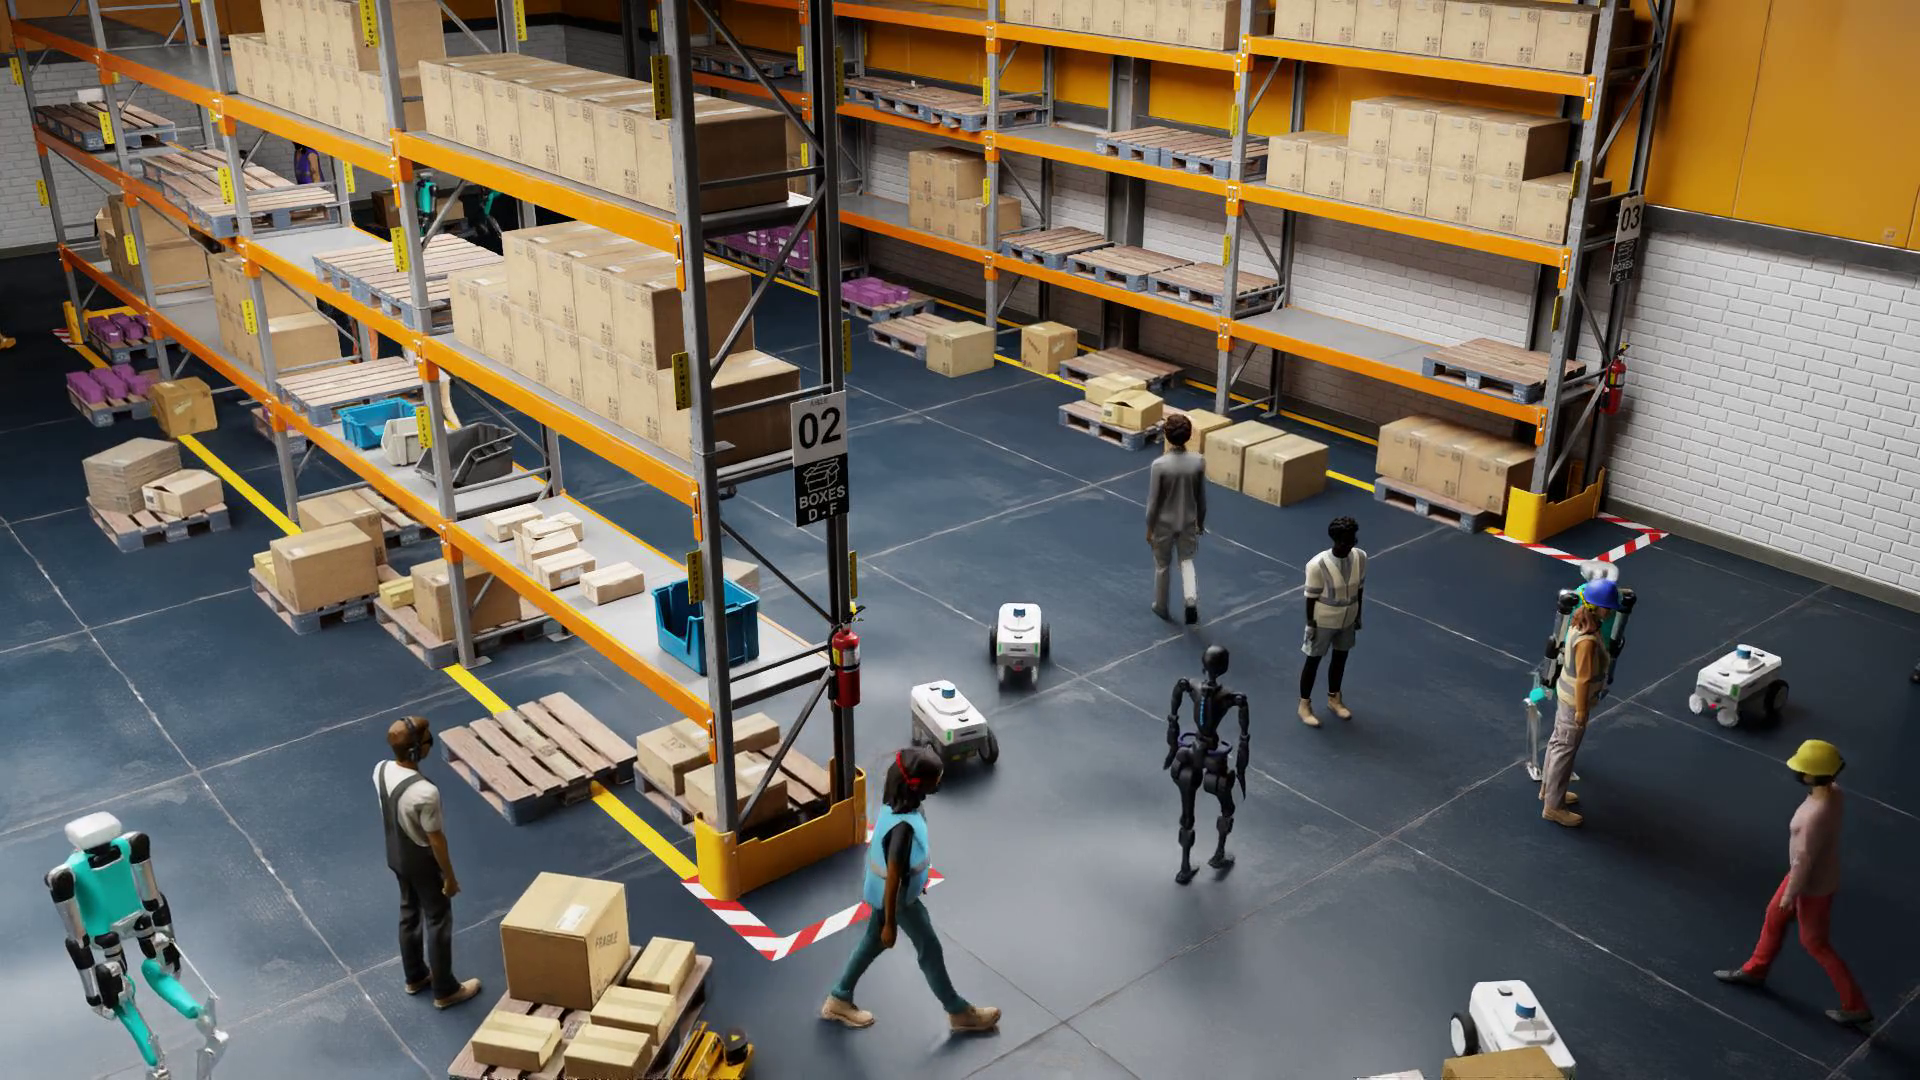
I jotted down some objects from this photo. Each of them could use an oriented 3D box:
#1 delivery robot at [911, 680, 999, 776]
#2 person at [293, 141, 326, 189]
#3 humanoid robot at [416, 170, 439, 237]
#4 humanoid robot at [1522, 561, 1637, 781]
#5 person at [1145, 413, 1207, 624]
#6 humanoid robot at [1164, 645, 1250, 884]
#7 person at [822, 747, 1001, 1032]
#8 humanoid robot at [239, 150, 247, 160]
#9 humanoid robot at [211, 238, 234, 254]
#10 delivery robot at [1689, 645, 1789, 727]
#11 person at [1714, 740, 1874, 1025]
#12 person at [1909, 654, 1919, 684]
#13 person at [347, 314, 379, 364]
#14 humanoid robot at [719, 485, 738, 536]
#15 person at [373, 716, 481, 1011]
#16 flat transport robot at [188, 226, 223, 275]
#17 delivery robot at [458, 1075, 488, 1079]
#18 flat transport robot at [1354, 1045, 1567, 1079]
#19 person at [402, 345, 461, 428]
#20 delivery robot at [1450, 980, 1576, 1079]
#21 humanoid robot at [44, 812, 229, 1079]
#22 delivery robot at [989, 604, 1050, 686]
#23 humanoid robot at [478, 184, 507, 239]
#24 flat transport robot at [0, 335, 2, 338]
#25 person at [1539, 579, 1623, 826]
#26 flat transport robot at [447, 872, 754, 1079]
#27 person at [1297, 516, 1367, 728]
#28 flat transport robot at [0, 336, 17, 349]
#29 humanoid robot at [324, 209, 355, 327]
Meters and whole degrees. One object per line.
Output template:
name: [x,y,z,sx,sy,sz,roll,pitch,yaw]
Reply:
delivery robot: [-0.079,1.344,12.179,0.499,0.601,0.805,-10,25,-23]
person: [-10.404,-5.644,26.632,0.549,1.921,0.426,18,29,35]
humanoid robot: [-7.958,-4.458,24.201,1.070,1.750,0.532,-18,29,-36]
humanoid robot: [4.284,0.880,11.720,0.540,1.751,0.706,-2,23,-5]
person: [1.814,-0.154,13.959,0.553,1.885,0.596,-4,24,-9]
humanoid robot: [1.563,1.408,10.613,0.583,1.648,0.420,12,26,27]
person: [-0.308,1.959,9.160,1.014,1.809,0.586,-1,23,-3]
humanoid robot: [-11.132,-5.329,26.233,0.608,1.641,0.380,19,30,37]
humanoid robot: [-9.810,-3.768,22.592,0.607,1.641,0.360,-20,30,-38]
delivery robot: [5.973,1.074,12.759,0.733,0.566,0.503,-17,29,-35]
person: [4.858,1.917,9.357,0.811,1.724,0.523,13,26,27]
person: [7.810,0.263,12.952,0.546,1.926,0.388,14,27,29]
person: [-7.157,-2.683,19.982,0.498,1.759,0.344,11,26,24]
humanoid robot: [-2.372,-0.878,15.897,0.610,1.640,0.506,-16,28,-32]
person: [-3.055,1.830,9.431,0.514,1.839,0.338,16,28,33]
flat transport robot: [-11.066,-3.790,24.420,1.431,0.231,0.659,-10,25,-22]
delivery robot: [-2.656,2.997,8.361,0.805,0.609,0.499,-15,27,-30]
flat transport robot: [2.375,3.431,7.699,0.659,0.231,1.431,-5,24,-11]
person: [-5.679,-1.769,17.915,0.571,1.719,0.768,-16,28,-33]
delivery robot: [3.015,2.728,8.988,0.499,0.612,0.815,-2,23,-4]
humanoid robot: [-4.114,2.285,8.530,0.836,1.783,0.542,13,27,27]
delivery robot: [0.479,0.804,13.440,0.499,0.609,0.807,1,23,3]
humanoid robot: [-7.814,-5.797,27.248,0.965,1.768,0.563,18,29,35]
flat transport robot: [-13.364,-2.594,21.650,1.431,0.231,0.659,-21,31,-40]
person: [4.199,1.072,11.255,0.316,1.775,0.481,6,24,14]
flat transport robot: [-1.909,2.847,9.051,1.431,0.231,0.659,5,24,12]
person: [2.795,0.596,12.471,0.535,1.692,0.319,-10,25,-22]
flat transport robot: [-12.790,-2.382,21.159,0.659,0.231,1.431,4,24,8]
humanoid robot: [-8.358,-3.666,22.293,0.530,1.790,0.789,-2,23,-5]
